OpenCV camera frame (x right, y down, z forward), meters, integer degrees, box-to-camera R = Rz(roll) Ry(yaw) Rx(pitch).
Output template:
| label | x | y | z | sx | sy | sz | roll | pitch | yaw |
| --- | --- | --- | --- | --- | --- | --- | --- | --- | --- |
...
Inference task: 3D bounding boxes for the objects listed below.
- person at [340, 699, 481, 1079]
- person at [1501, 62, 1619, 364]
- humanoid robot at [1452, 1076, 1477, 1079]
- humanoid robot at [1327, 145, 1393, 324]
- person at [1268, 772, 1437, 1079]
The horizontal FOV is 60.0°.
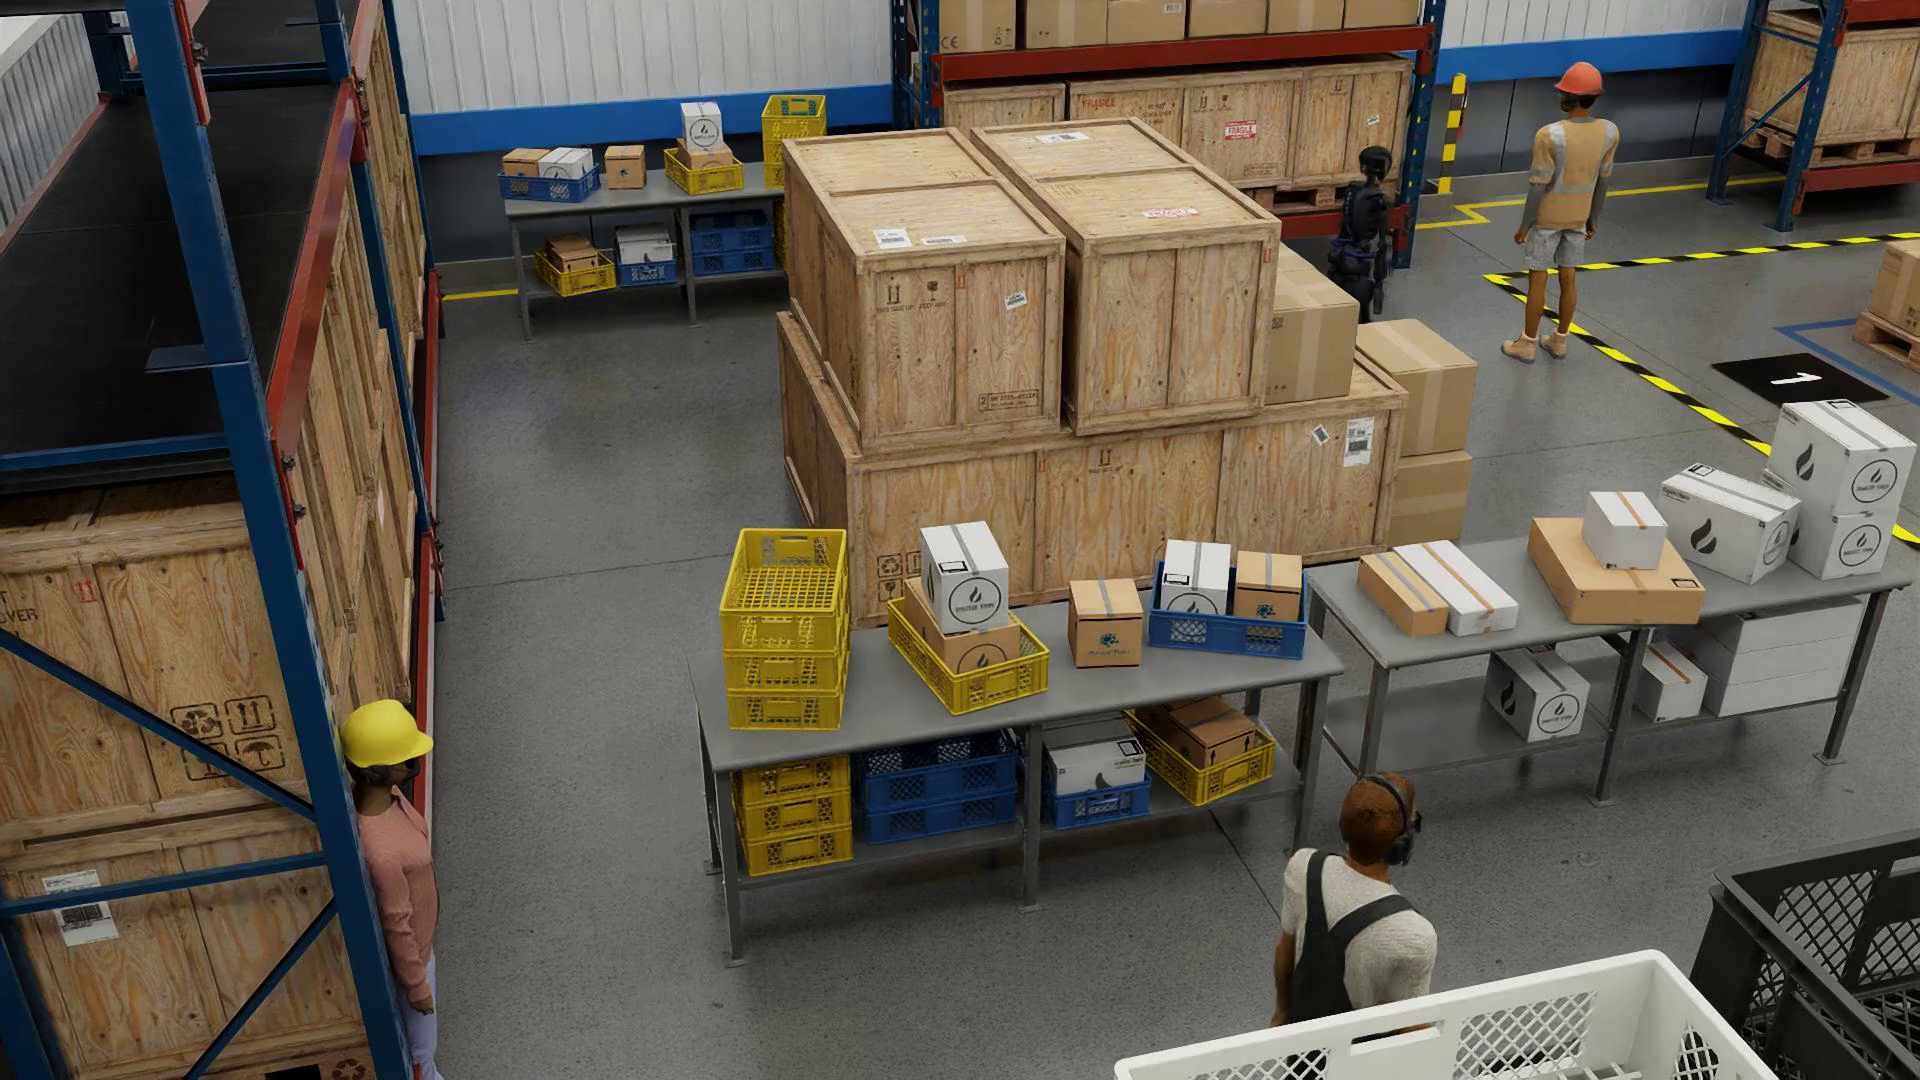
| label | x | y | z | sx | sy | sz | roll | pitch | yaw |
| --- | --- | --- | --- | --- | --- | --- | --- | --- | --- |
| person | -1.737 | 1.264 | 5.279 | 0.337 | 1.761 | 0.522 | -10 | 30 | -17 |
| person | 4.049 | -2.195 | 11.264 | 0.614 | 2.041 | 0.376 | -8 | 30 | -14 |
| humanoid robot | 0.865 | 1.991 | 4.020 | 0.878 | 1.785 | 0.551 | -1 | 29 | -2 |
| humanoid robot | 2.559 | -1.757 | 10.847 | 0.392 | 1.641 | 0.588 | -8 | 30 | -15 |
| person | 1.130 | 1.470 | 4.823 | 0.342 | 1.839 | 0.556 | -20 | 34 | -31 |
